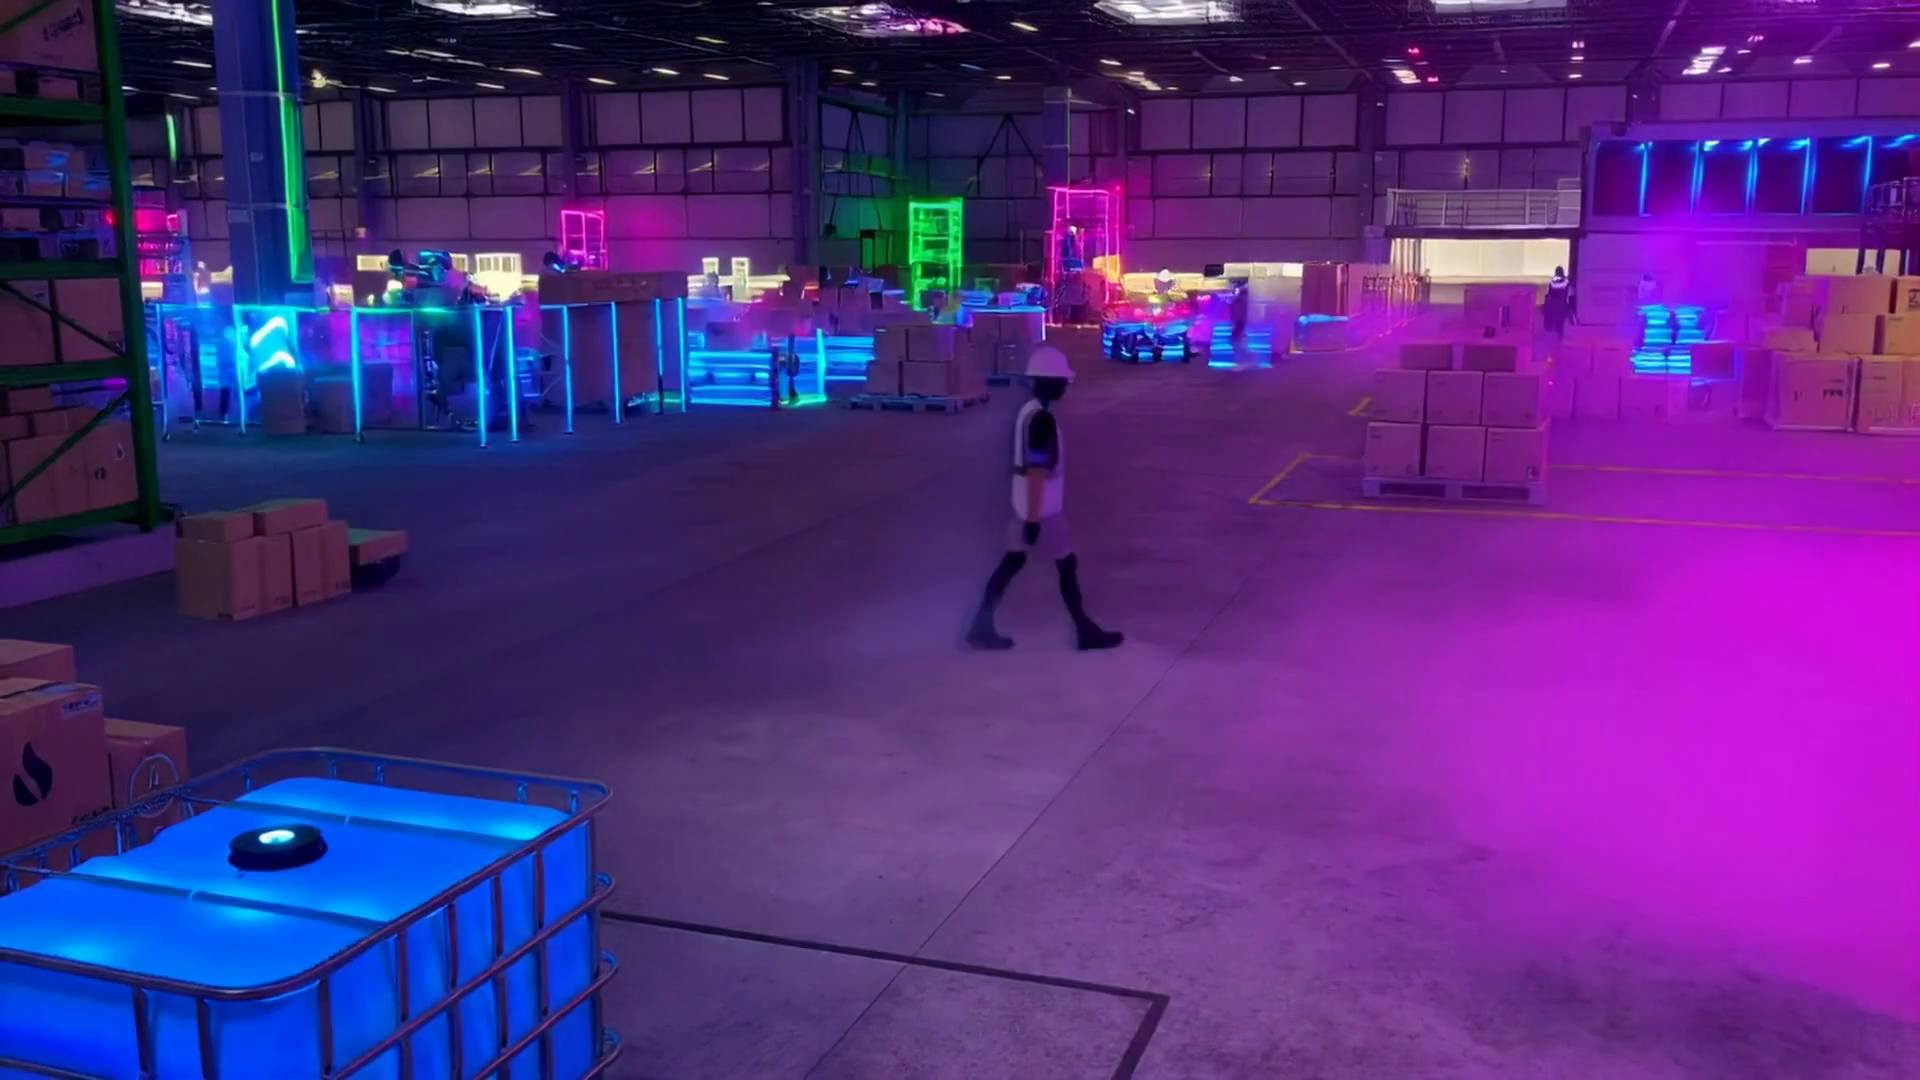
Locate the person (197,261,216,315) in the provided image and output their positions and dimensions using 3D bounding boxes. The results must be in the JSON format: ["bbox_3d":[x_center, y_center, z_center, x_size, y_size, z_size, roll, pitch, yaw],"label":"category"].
[{"bbox_3d":[-26.632,-8.892,58.821,0.659,1.929,1.054,4,11,19],"label":"person"}]

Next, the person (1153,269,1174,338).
[{"bbox_3d":[5.303,-6.114,43.355,0.597,1.869,0.595,4,11,23],"label":"person"}]

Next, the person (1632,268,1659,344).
[{"bbox_3d":[17.306,-5.900,41.981,0.369,1.925,0.594,-7,12,-35],"label":"person"}]

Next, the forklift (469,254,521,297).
[{"bbox_3d":[-17.990,-10.121,64.684,1.157,1.987,2.680,3,11,17],"label":"forklift"}]

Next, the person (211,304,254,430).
[{"bbox_3d":[-9.877,-2.344,22.602,0.318,1.700,0.535,8,13,39],"label":"person"}]

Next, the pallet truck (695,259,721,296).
[{"bbox_3d":[-9.165,-9.627,62.776,0.823,1.965,1.885,4,11,23],"label":"pallet truck"}]

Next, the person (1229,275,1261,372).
[{"bbox_3d":[5.604,-4.269,32.868,0.581,1.902,0.555,2,10,12],"label":"person"}]

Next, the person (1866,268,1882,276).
[{"bbox_3d":[19.214,-4.681,34.891,0.605,2.016,0.752,-4,11,-21],"label":"person"}]

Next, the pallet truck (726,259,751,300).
[{"bbox_3d":[-7.986,-9.493,62.019,0.823,1.965,1.885,3,11,17],"label":"pallet truck"}]

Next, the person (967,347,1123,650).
[{"bbox_3d":[0.489,-0.238,10.222,0.986,1.889,0.562,-2,10,-10],"label":"person"}]

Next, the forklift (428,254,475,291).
[{"bbox_3d":[-20.133,-10.254,65.465,1.157,1.987,2.680,3,11,19],"label":"forklift"}]

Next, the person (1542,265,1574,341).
[{"bbox_3d":[14.224,-5.539,39.628,0.707,2.000,0.545,6,12,32],"label":"person"}]

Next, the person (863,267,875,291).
[{"bbox_3d":[-2.534,-6.708,46.690,0.334,1.873,0.521,9,13,41],"label":"person"}]

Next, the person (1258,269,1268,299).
[{"bbox_3d":[9.274,-7.397,50.868,0.311,1.768,0.532,-3,10,-14],"label":"person"}]
